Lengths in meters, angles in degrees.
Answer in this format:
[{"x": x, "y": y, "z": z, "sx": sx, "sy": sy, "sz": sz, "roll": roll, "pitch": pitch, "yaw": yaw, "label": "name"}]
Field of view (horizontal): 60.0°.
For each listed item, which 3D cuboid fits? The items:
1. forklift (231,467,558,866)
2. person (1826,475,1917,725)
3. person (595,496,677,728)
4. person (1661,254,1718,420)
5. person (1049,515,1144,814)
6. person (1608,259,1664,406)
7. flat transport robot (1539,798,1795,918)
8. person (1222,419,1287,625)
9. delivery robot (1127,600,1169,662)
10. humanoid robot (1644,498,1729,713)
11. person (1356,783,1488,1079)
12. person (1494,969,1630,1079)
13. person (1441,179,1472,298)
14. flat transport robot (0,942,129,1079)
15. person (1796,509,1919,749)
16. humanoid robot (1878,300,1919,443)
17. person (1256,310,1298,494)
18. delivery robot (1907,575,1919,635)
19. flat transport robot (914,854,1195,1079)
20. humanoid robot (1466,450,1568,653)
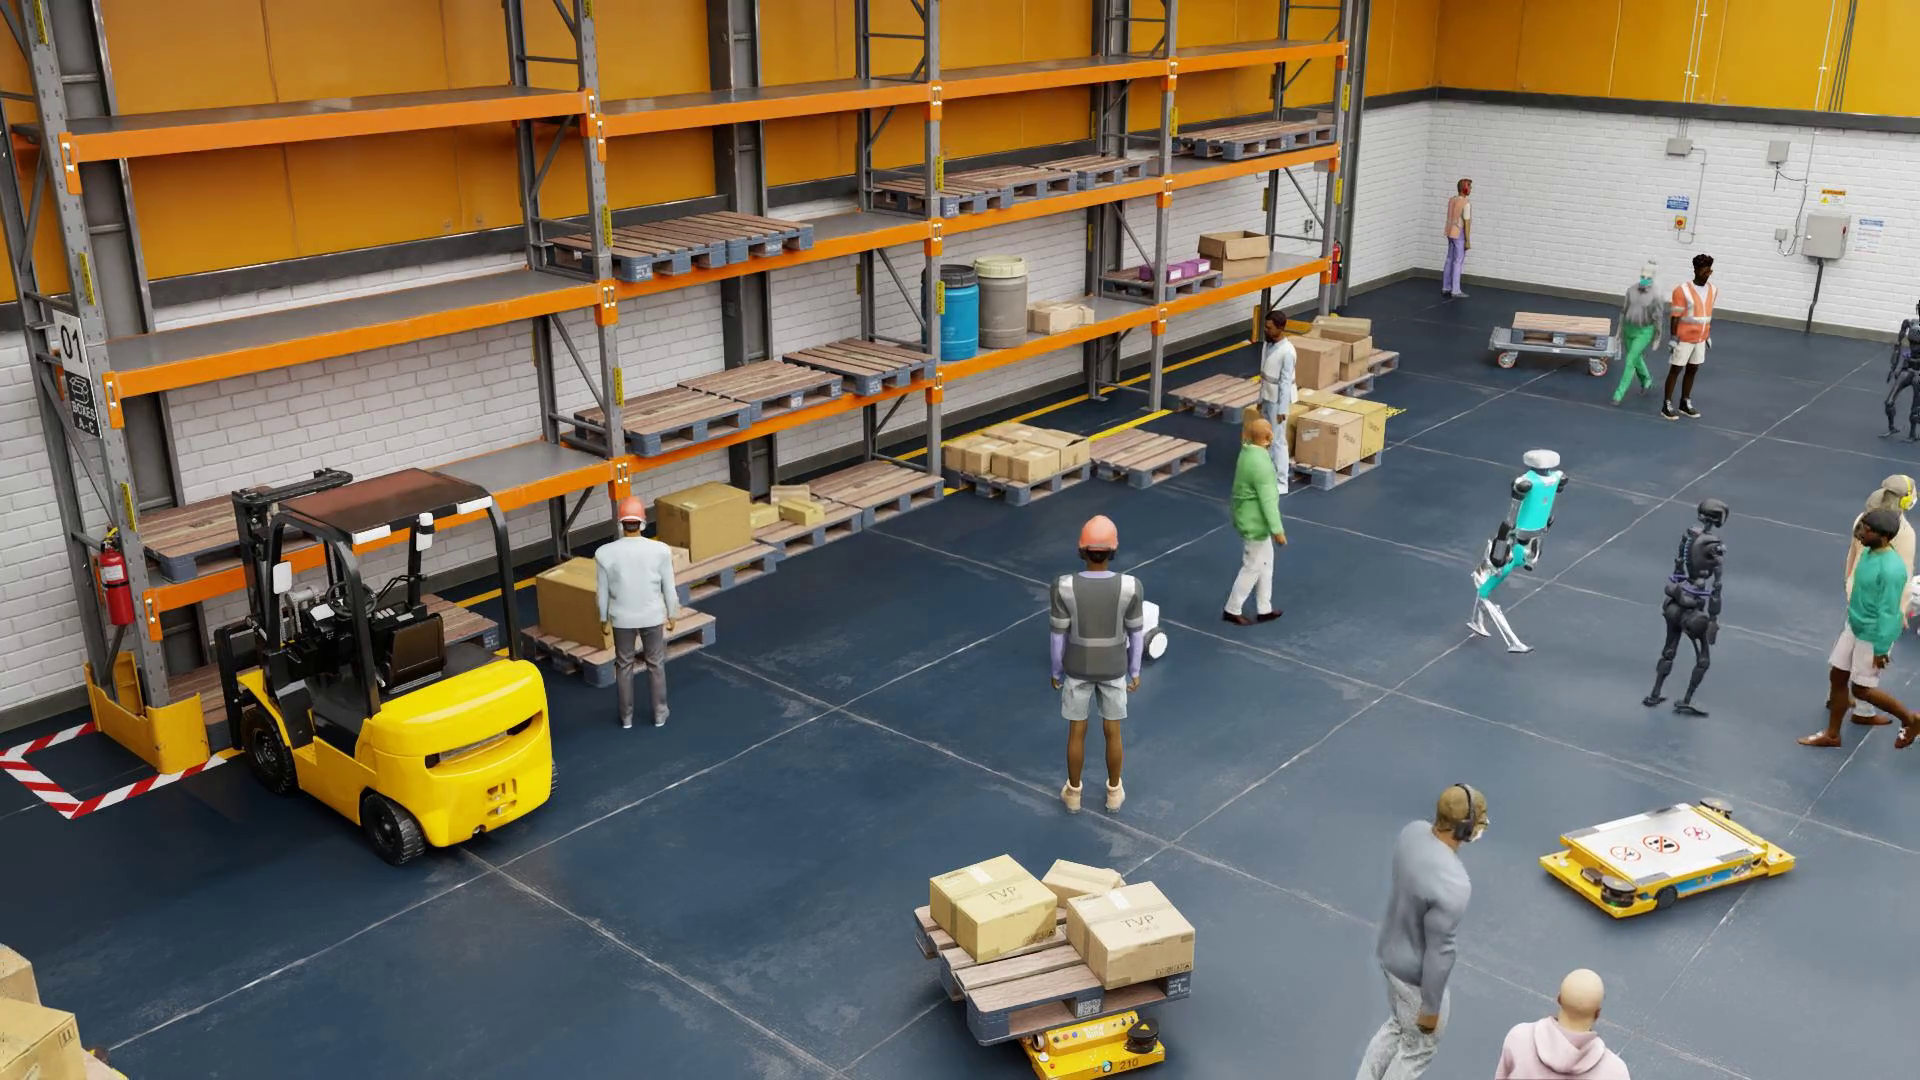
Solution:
[{"x": -3.730, "y": 0.710, "z": 10.856, "sx": 2.313, "sy": 2.155, "sz": 1.214, "roll": 17, "pitch": 26, "yaw": 38, "label": "forklift"}, {"x": 6.634, "y": 0.428, "z": 12.075, "sx": 0.402, "sy": 1.877, "sz": 0.553, "roll": -4, "pitch": 21, "yaw": -10, "label": "person"}, {"x": -2.327, "y": 0.523, "z": 12.008, "sx": 0.571, "sy": 1.740, "sz": 0.352, "roll": -4, "pitch": 21, "yaw": -10, "label": "person"}, {"x": 8.619, "y": -2.400, "z": 19.604, "sx": 0.612, "sy": 1.964, "sz": 0.361, "roll": -7, "pitch": 21, "yaw": -19, "label": "person"}, {"x": 0.874, "y": 0.818, "z": 10.779, "sx": 0.607, "sy": 2.044, "sz": 0.367, "roll": 0, "pitch": 20, "yaw": 1, "label": "person"}, {"x": 8.311, "y": -2.557, "z": 20.272, "sx": 0.919, "sy": 1.814, "sz": 0.522, "roll": -13, "pitch": 24, "yaw": -31, "label": "person"}, {"x": 4.368, "y": 1.952, "z": 10.263, "sx": 1.431, "sy": 0.231, "sz": 0.659, "roll": -9, "pitch": 22, "yaw": -22, "label": "flat transport robot"}, {"x": 2.473, "y": -0.131, "z": 13.760, "sx": 0.555, "sy": 1.746, "sz": 0.608, "roll": -1, "pitch": 20, "yaw": -2, "label": "person"}, {"x": 1.257, "y": 0.724, "z": 13.205, "sx": 0.817, "sy": 0.614, "sz": 0.499, "roll": -17, "pitch": 26, "yaw": -39, "label": "delivery robot"}, {"x": 5.390, "y": 0.470, "z": 12.248, "sx": 0.407, "sy": 1.652, "sz": 0.598, "roll": -3, "pitch": 20, "yaw": -7, "label": "humanoid robot"}, {"x": 2.109, "y": 2.000, "z": 7.816, "sx": 0.590, "sy": 1.892, "sz": 0.676, "roll": -2, "pitch": 20, "yaw": -4, "label": "person"}, {"x": 2.344, "y": 2.498, "z": 6.614, "sx": 0.541, "sy": 1.774, "sz": 0.419, "roll": 12, "pitch": 24, "yaw": 30, "label": "person"}, {"x": 7.813, "y": -4.739, "z": 26.115, "sx": 0.390, "sy": 1.846, "sz": 0.566, "roll": -6, "pitch": 21, "yaw": -15, "label": "person"}, {"x": -4.537, "y": 2.885, "z": 7.735, "sx": 0.659, "sy": 0.231, "sz": 1.431, "roll": 14, "pitch": 24, "yaw": 33, "label": "flat transport robot"}, {"x": 6.383, "y": 0.659, "z": 11.529, "sx": 0.706, "sy": 1.826, "sz": 0.510, "roll": 2, "pitch": 20, "yaw": 6, "label": "person"}, {"x": 10.718, "y": -1.896, "z": 18.660, "sx": 0.473, "sy": 1.649, "sz": 0.592, "roll": -10, "pitch": 22, "yaw": -25, "label": "humanoid robot"}, {"x": 3.238, "y": -1.413, "z": 17.020, "sx": 0.384, "sy": 1.909, "sz": 0.593, "roll": -4, "pitch": 21, "yaw": -12, "label": "person"}, {"x": 8.184, "y": 0.476, "z": 13.873, "sx": 0.801, "sy": 0.612, "sz": 0.499, "roll": -9, "pitch": 22, "yaw": -23, "label": "delivery robot"}, {"x": 0.486, "y": 2.411, "z": 9.018, "sx": 0.659, "sy": 0.231, "sz": 1.431, "roll": -8, "pitch": 22, "yaw": -20, "label": "flat transport robot"}, {"x": 4.333, "y": 0.053, "z": 13.247, "sx": 0.546, "sy": 1.716, "sz": 0.963, "roll": -11, "pitch": 23, "yaw": -28, "label": "humanoid robot"}]
